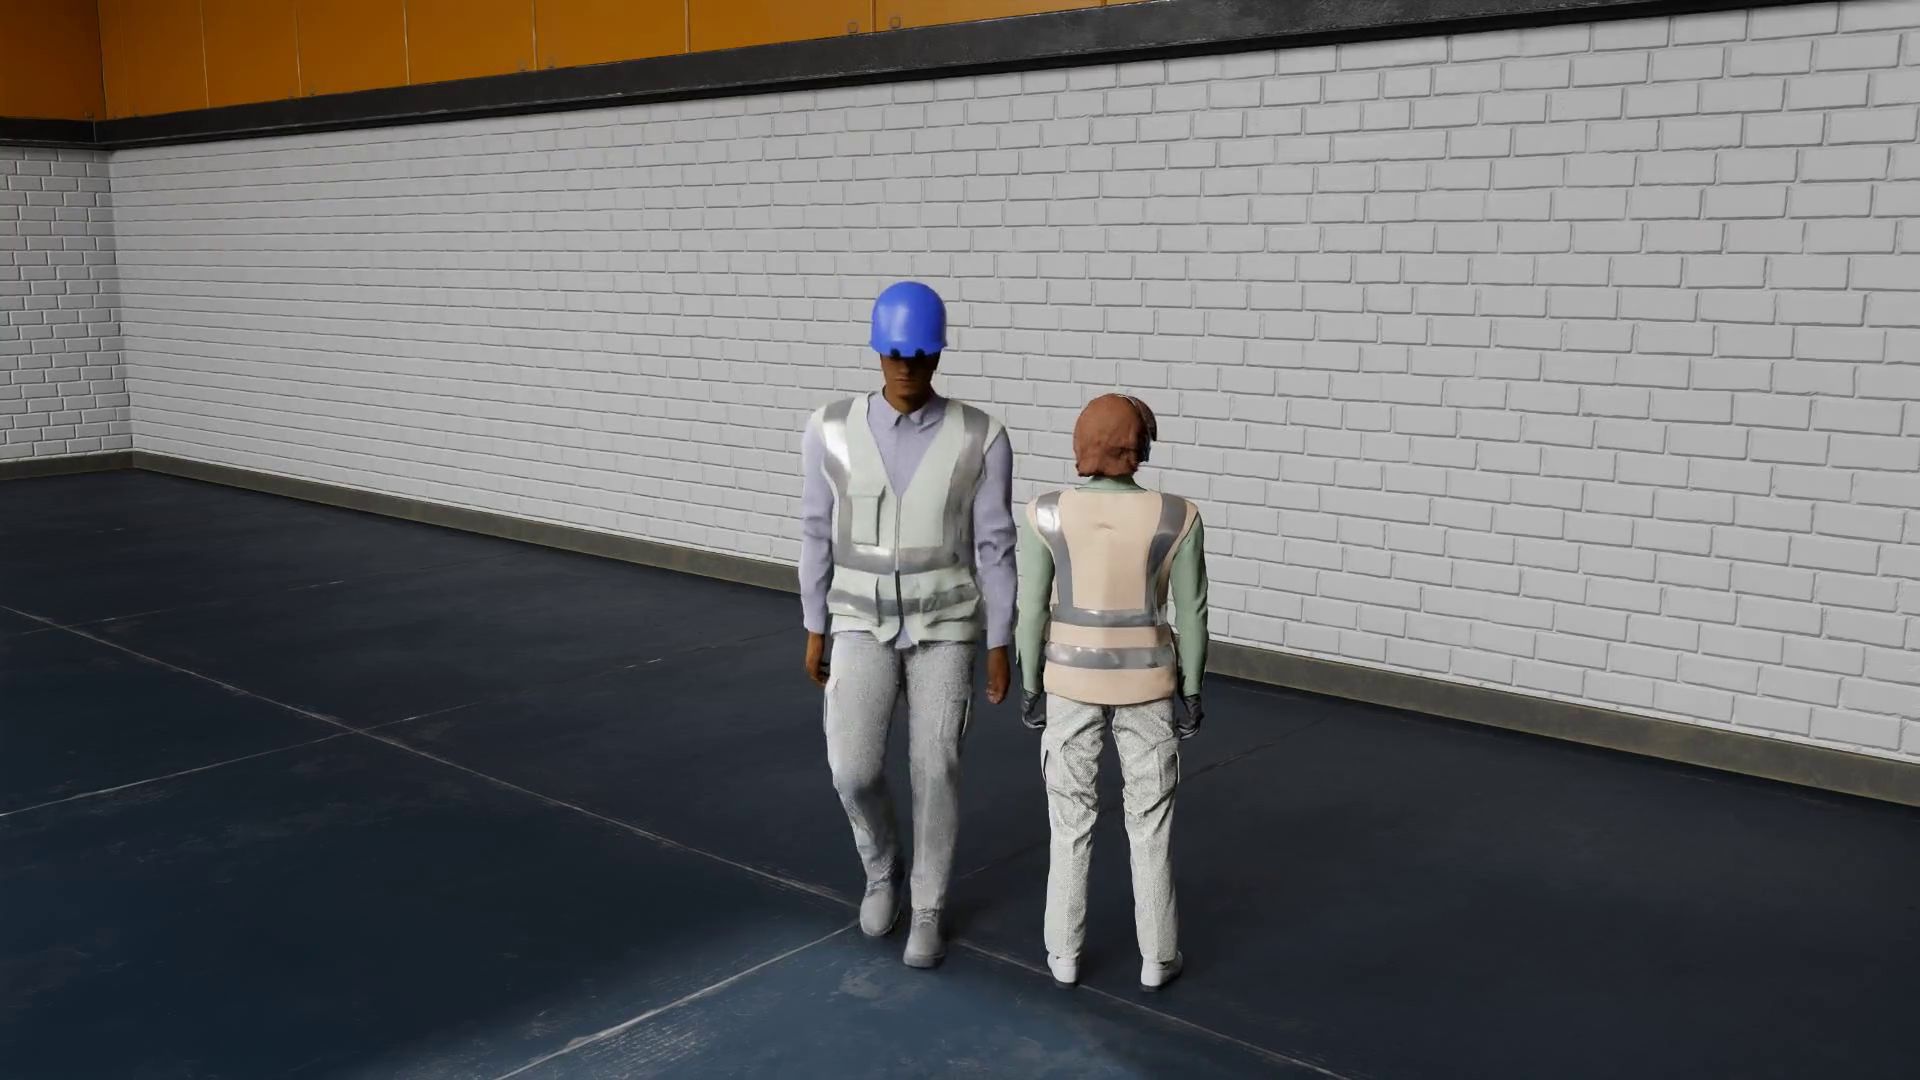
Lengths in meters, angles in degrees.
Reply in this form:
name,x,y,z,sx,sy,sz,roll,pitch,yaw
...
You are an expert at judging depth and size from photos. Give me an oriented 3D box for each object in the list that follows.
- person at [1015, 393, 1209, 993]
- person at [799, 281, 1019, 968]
name,x,y,z,sx,sy,sz,roll,pitch,yaw
person,0.410,0.422,4.527,0.521,1.636,0.311,2,10,9
person,-0.146,0.249,4.656,0.630,1.930,0.443,1,10,4
